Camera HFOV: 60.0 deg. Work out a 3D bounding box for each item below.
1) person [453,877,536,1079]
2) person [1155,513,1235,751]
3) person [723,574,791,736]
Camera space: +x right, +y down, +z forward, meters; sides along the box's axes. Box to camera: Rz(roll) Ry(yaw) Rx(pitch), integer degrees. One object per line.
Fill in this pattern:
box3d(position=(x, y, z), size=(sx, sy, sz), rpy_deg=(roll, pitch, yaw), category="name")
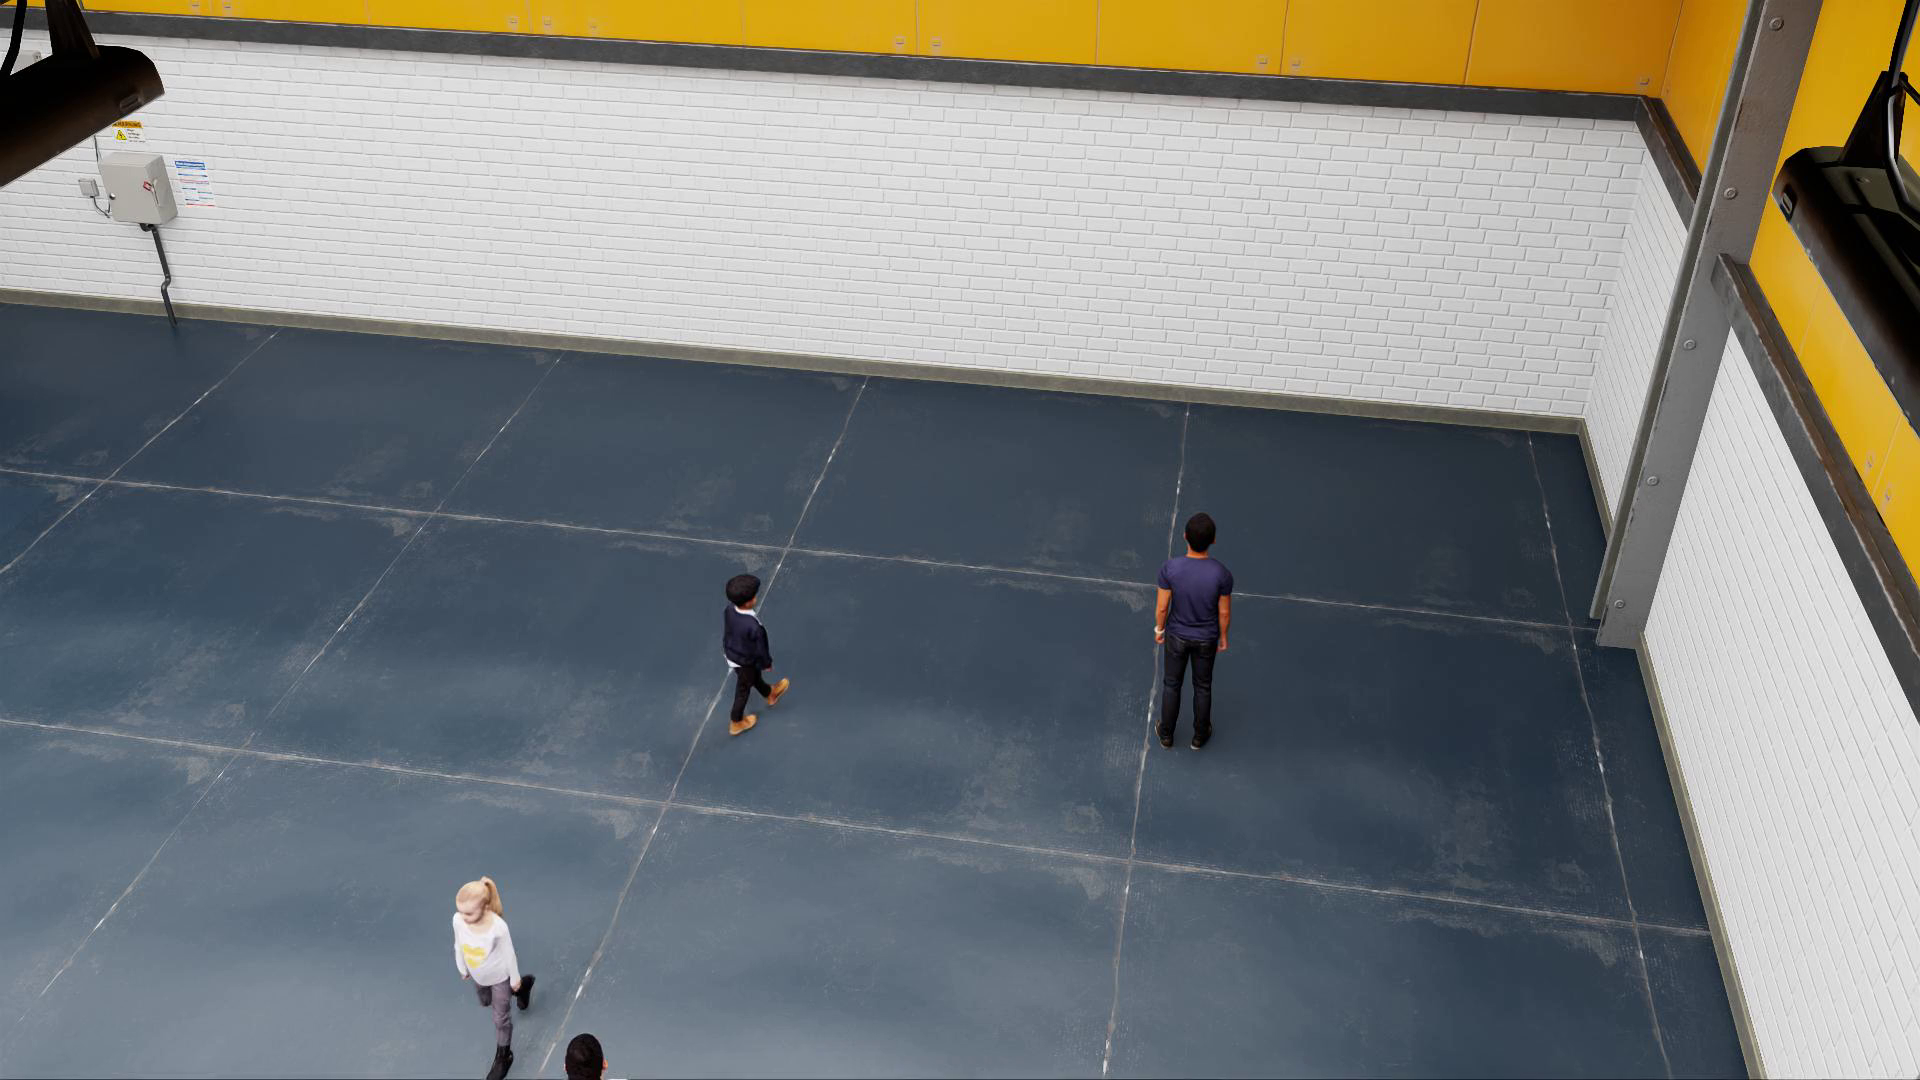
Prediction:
box3d(position=(-2.449, 2.239, 8.811), size=(0.569, 1.263, 0.862), rpy_deg=(10, 35, 15), category="person")
box3d(position=(1.500, 0.611, 10.781), size=(0.648, 1.793, 0.532), rpy_deg=(4, 34, 6), category="person")
box3d(position=(-1.480, 0.783, 11.054), size=(0.853, 1.205, 0.771), rpy_deg=(-25, 41, -33), category="person")
